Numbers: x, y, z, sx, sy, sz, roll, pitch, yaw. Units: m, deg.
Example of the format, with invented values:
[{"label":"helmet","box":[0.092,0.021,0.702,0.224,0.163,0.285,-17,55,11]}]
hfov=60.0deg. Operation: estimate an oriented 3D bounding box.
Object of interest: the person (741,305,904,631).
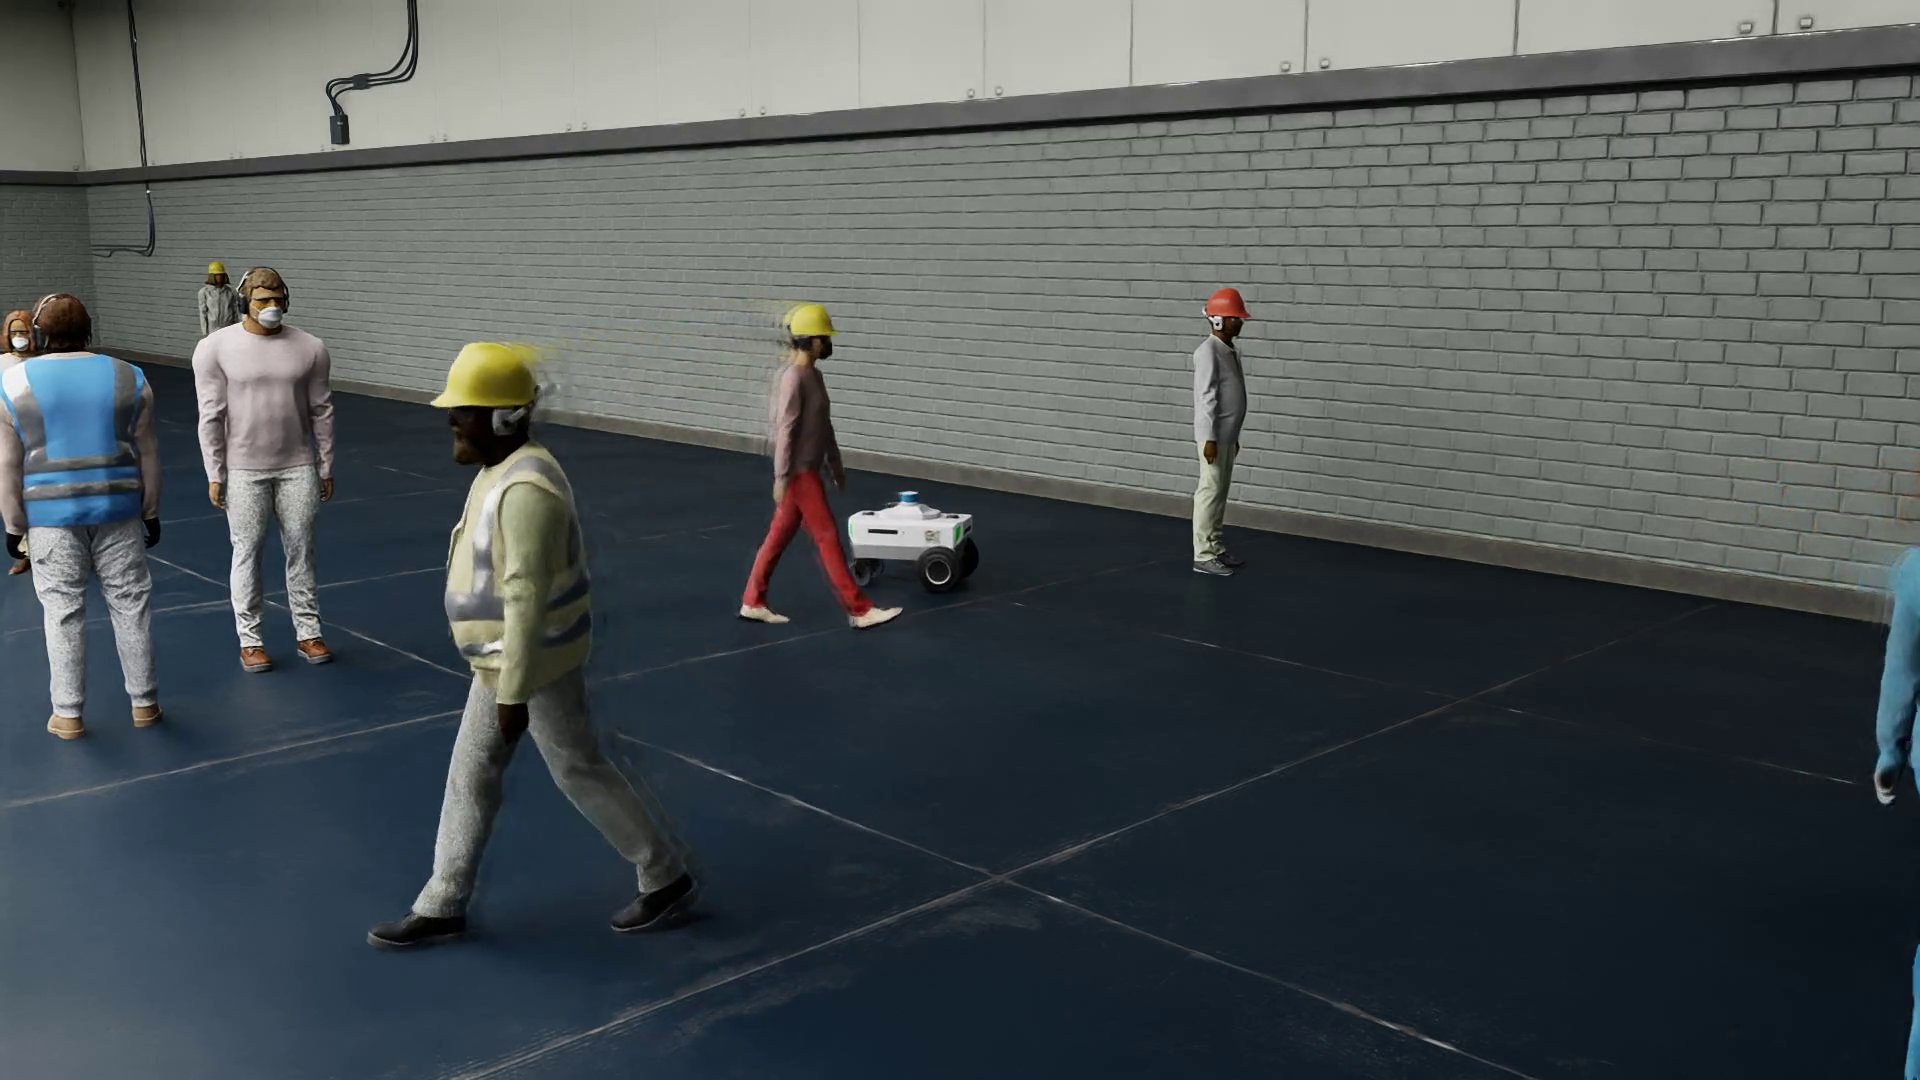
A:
[{"label":"person","box":[-0.768,-0.367,8.738,0.936,1.715,0.543,1,10,7]}]

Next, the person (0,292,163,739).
[{"label":"person","box":[-3.649,-0.098,6.915,0.624,1.847,0.429,-7,13,-35]}]

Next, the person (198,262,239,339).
[{"label":"person","box":[-9.328,-2.631,20.999,0.297,1.745,0.484,10,14,43]}]

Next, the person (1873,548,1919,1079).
[{"label":"person","box":[2.471,0.561,3.930,0.550,1.614,0.518,-4,11,-22]}]

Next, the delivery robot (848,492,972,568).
[{"label":"delivery robot","box":[-0.298,-0.044,9.885,0.707,0.478,0.477,2,11,13]}]

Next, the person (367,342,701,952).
[{"label":"person","box":[-1.225,0.318,4.828,0.949,1.789,0.607,-5,11,-23]}]

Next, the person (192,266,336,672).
[{"label":"person","box":[-3.306,-0.337,7.991,0.625,1.933,0.374,-8,13,-36]}]

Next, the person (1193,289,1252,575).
[{"label":"person","box":[1.619,-0.670,10.279,0.329,1.751,0.570,4,11,23]}]
